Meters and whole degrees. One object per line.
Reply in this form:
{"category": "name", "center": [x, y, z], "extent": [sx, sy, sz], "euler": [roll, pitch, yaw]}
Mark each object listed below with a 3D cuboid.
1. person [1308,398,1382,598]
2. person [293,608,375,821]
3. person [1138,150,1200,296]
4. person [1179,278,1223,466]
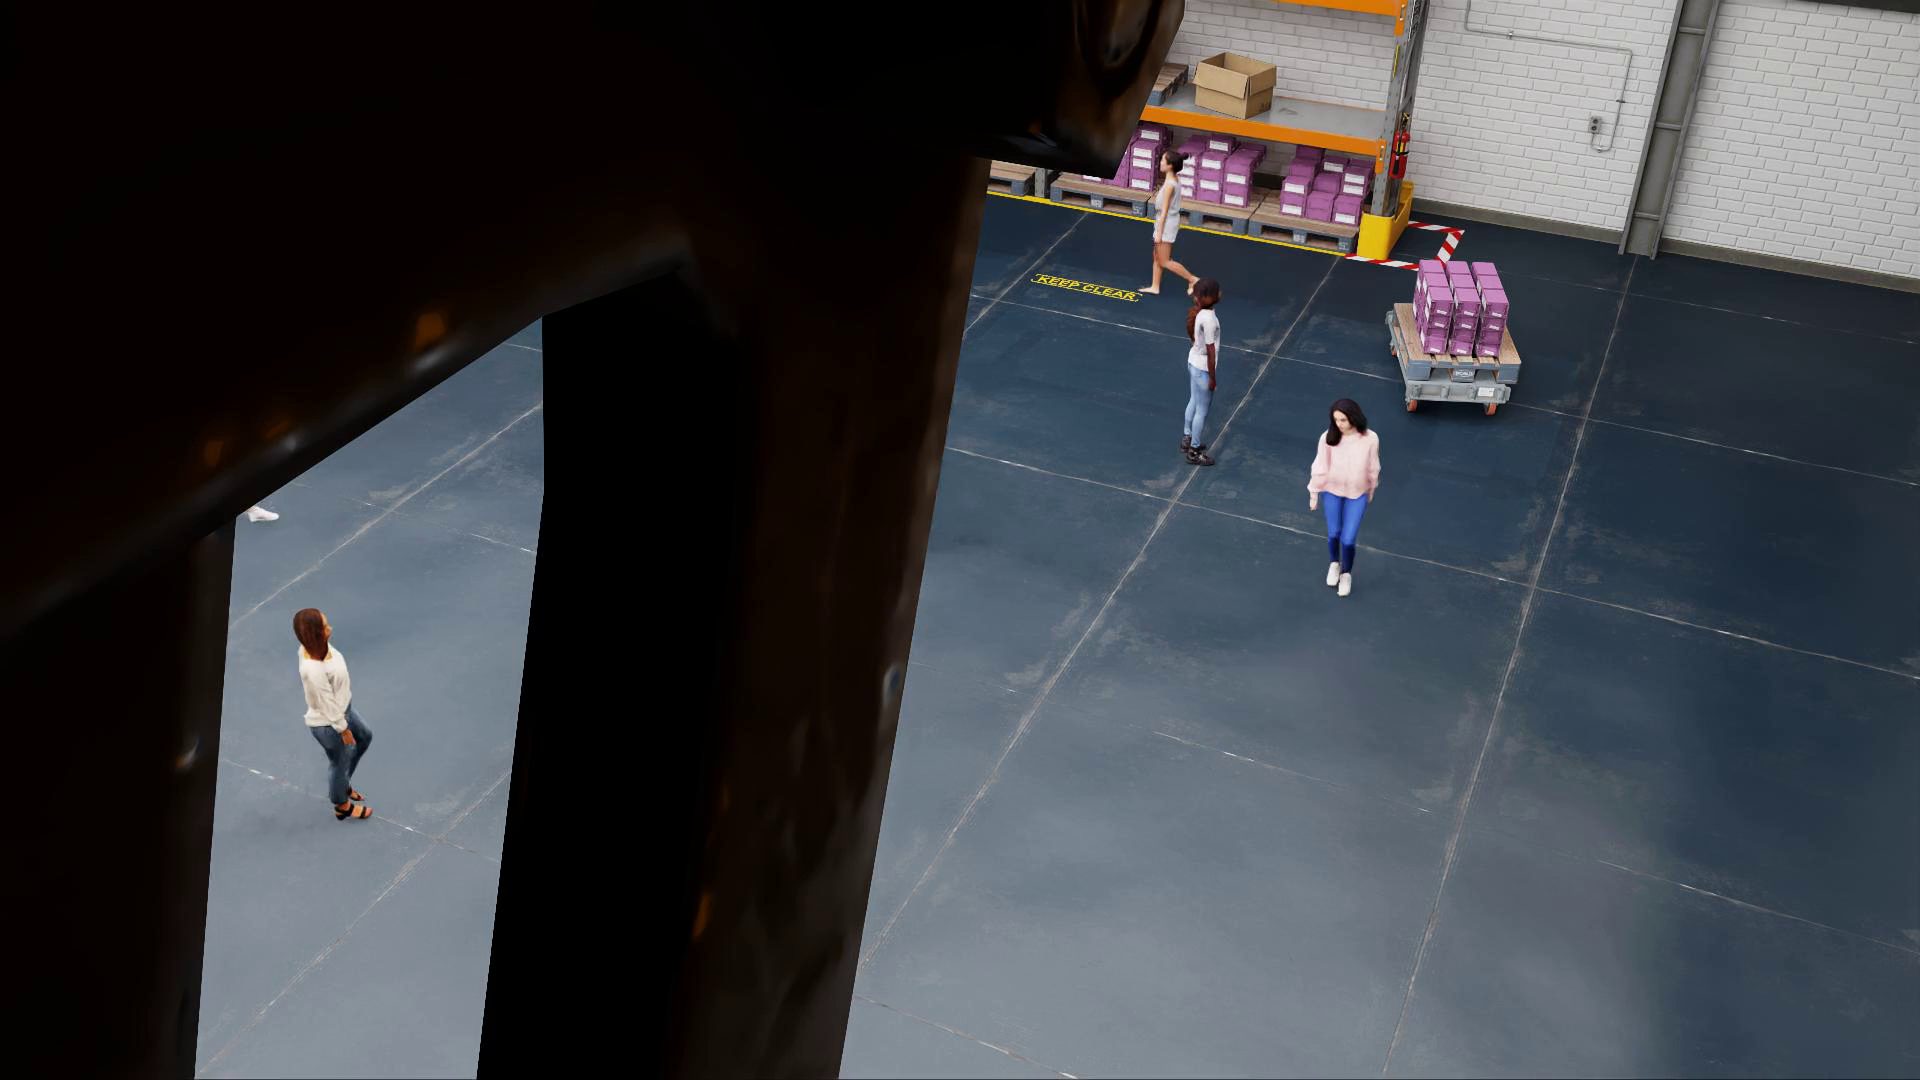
{"category": "person", "center": [2.973, -0.363, 12.760], "extent": [0.652, 1.719, 0.746], "euler": [5, 34, 8]}
{"category": "person", "center": [-4.074, 1.131, 10.556], "extent": [0.784, 1.670, 0.737], "euler": [-9, 35, -13]}
{"category": "person", "center": [2.210, -3.230, 17.190], "extent": [0.914, 1.590, 0.679], "euler": [8, 35, 12]}
{"category": "person", "center": [2.105, -1.479, 14.439], "extent": [0.692, 1.719, 0.671], "euler": [-4, 34, -6]}
